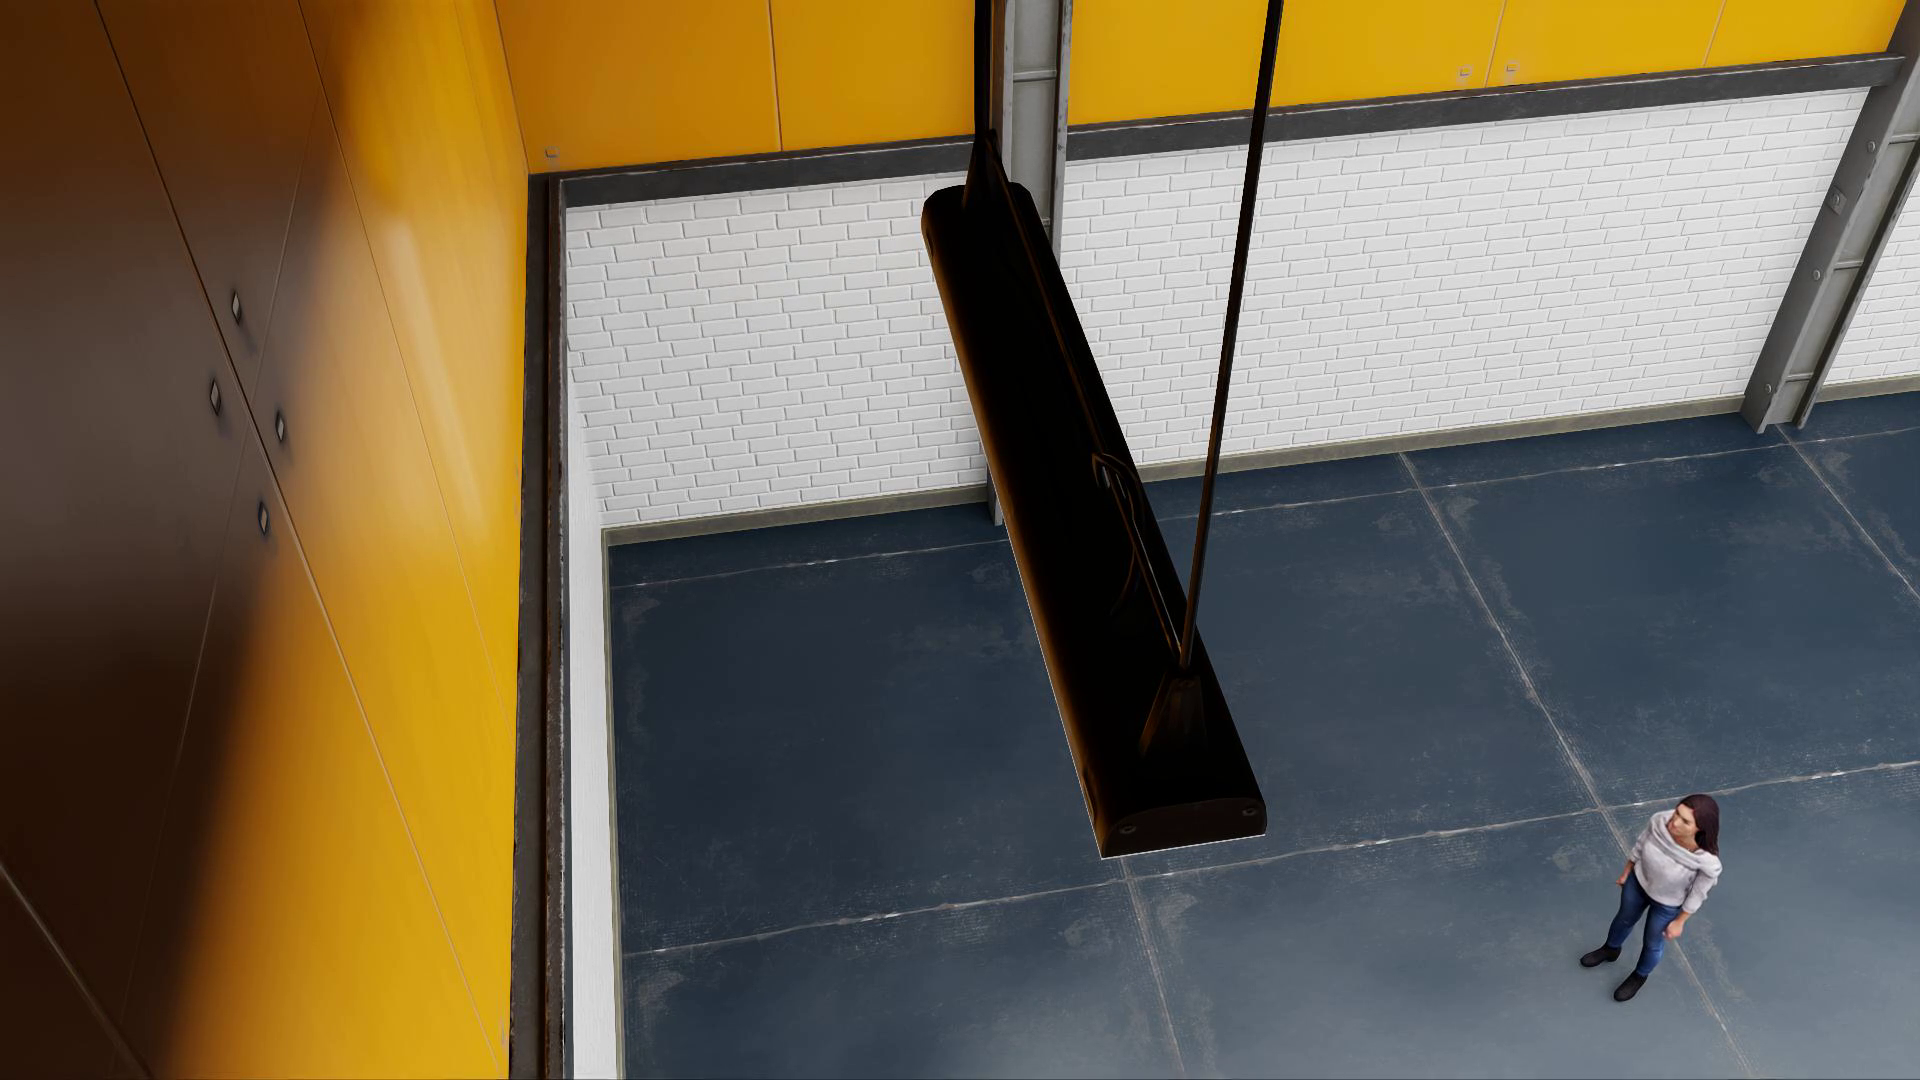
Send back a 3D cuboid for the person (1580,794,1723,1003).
[{"bbox_3d":[3.709,1.870,8.832,0.621,1.633,0.662,-21,47,-20],"label":"person"}]
